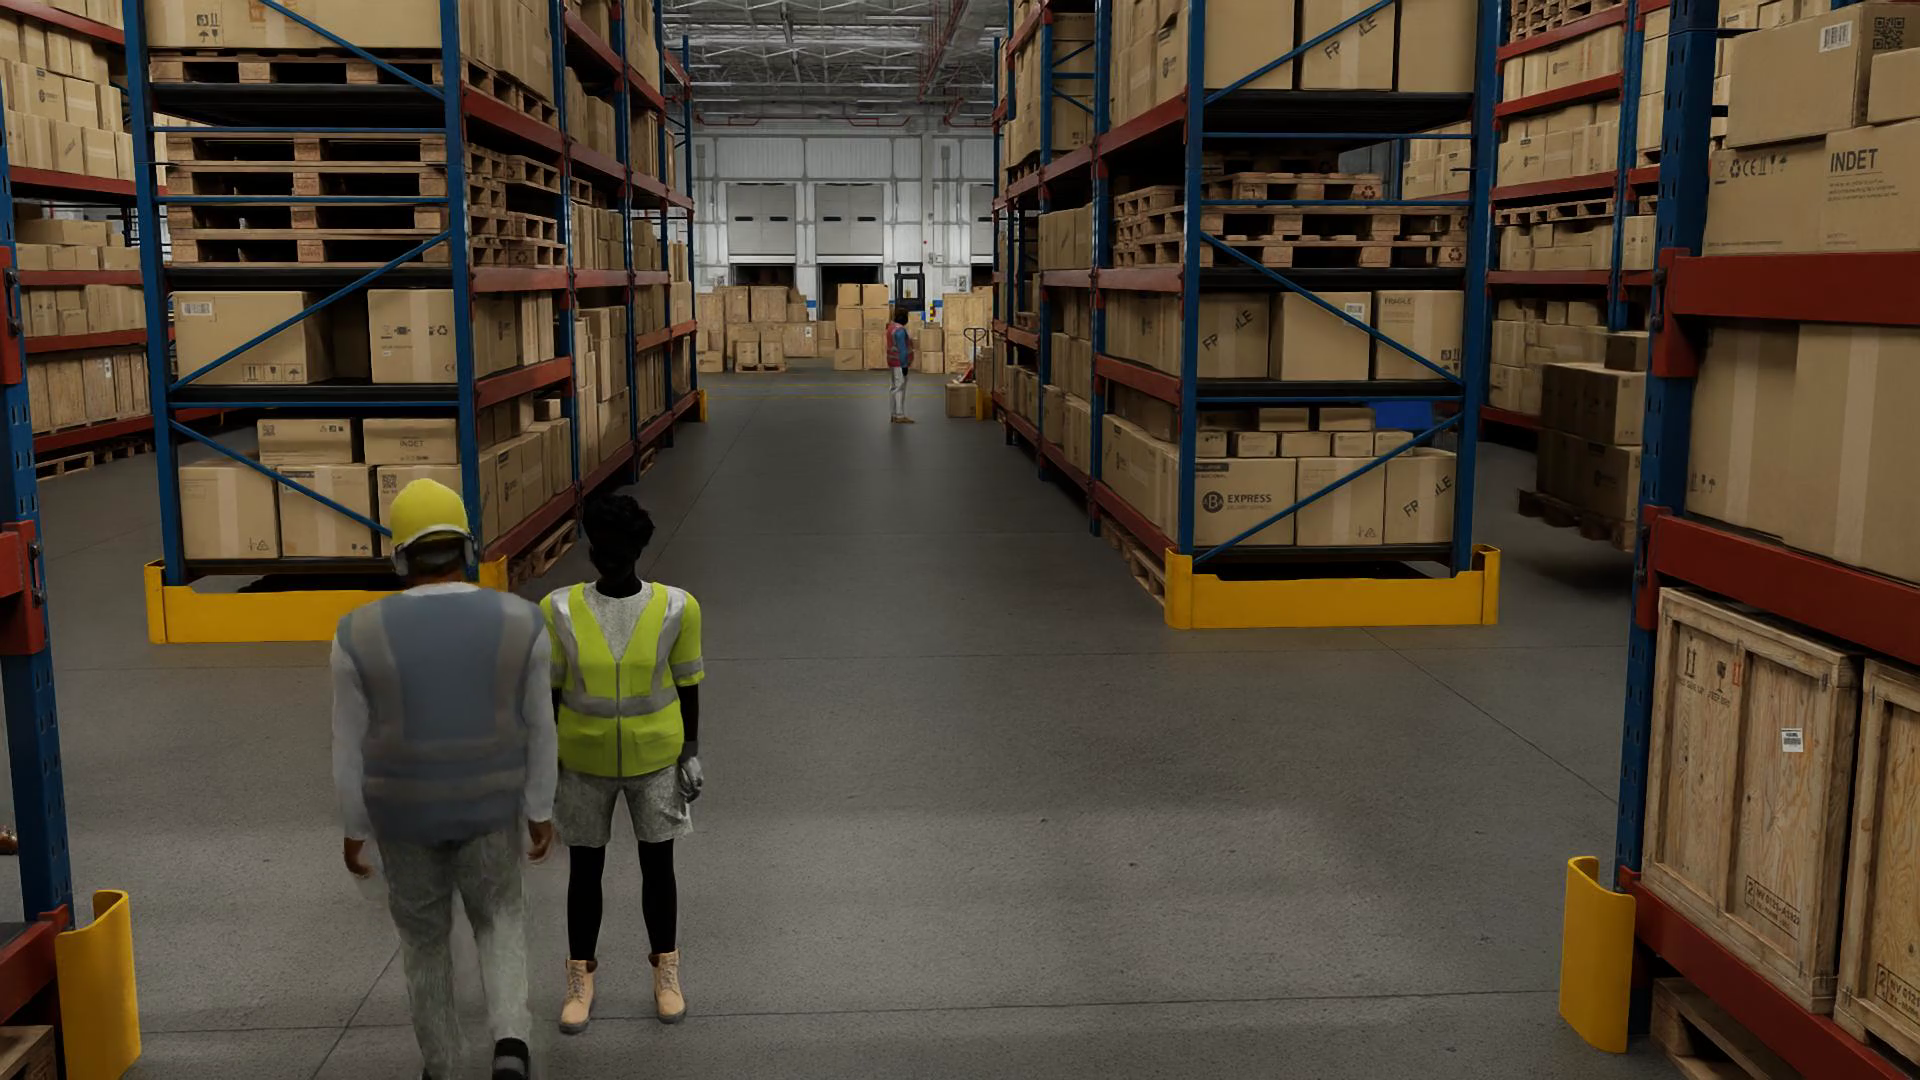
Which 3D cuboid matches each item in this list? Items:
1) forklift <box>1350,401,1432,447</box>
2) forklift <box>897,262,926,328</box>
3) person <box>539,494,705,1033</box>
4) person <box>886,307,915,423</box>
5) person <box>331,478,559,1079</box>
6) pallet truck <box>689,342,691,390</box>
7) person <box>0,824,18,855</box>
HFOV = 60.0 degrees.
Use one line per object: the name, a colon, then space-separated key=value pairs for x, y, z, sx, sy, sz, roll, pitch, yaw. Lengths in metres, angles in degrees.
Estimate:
forklift: x=5.293 y=-2.611 z=22.228 sx=1.873 sy=2.768 sz=1.129 roll=-1 pitch=9 yaw=-4
forklift: x=-1.780 y=-8.547 z=59.499 sx=1.129 sy=2.768 sz=1.873 roll=-1 pitch=9 yaw=-4
person: x=-1.060 y=0.691 z=5.207 sx=0.531 sy=1.692 sz=0.320 roll=-2 pitch=9 yaw=-11
person: x=-0.949 y=-2.786 z=26.577 sx=0.429 sy=1.845 sz=0.621 roll=-3 pitch=10 yaw=-18
person: x=-1.402 y=0.737 z=4.578 sx=0.595 sy=1.805 sz=0.519 roll=-4 pitch=10 yaw=-23
pallet truck: x=-5.225 y=-3.008 z=27.480 sx=1.885 sy=1.965 sz=0.823 roll=2 pitch=9 yaw=14
person: x=-4.212 y=0.392 z=6.526 sx=0.882 sy=1.879 sz=0.637 roll=-2 pitch=9 yaw=-11
